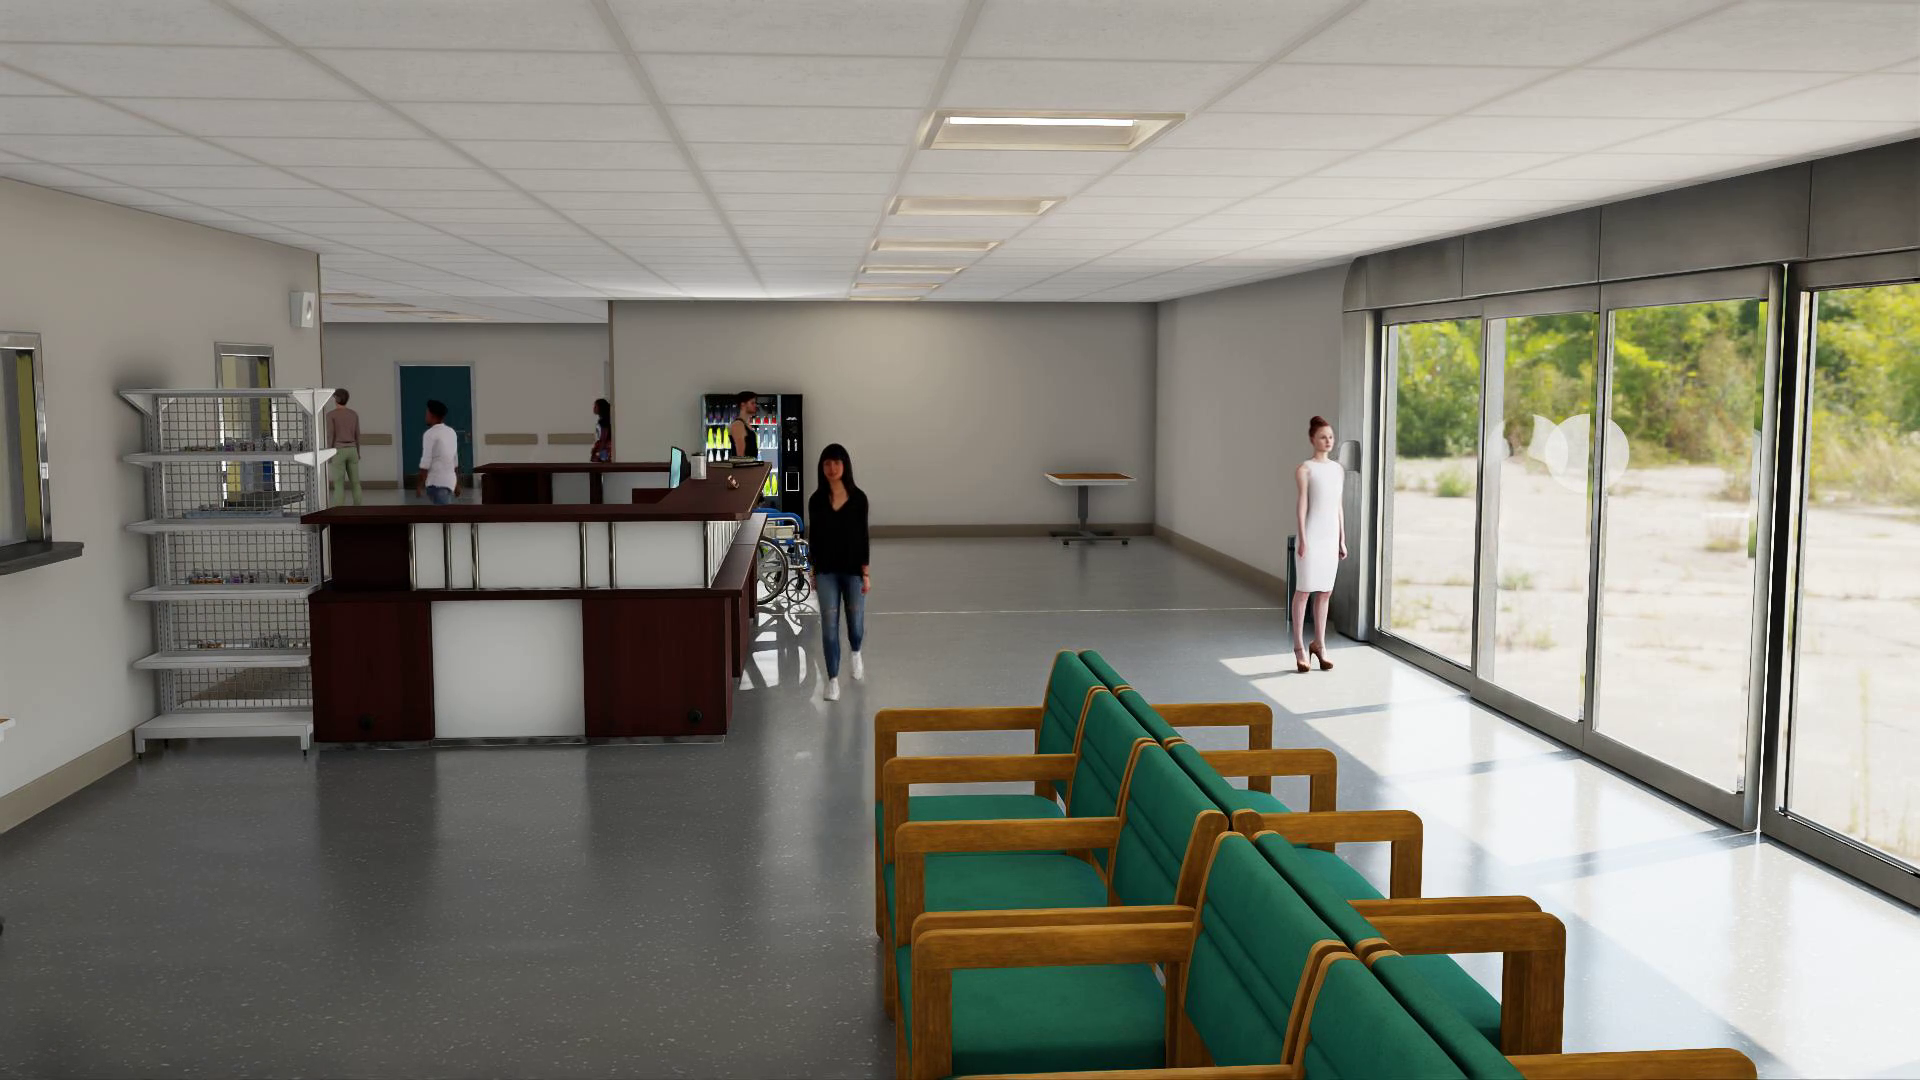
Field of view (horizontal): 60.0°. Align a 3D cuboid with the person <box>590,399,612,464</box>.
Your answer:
[{"bbox_3d":[-5.011,-1.146,23.939,1.236,1.671,0.911,-3,7,-28],"label":"person"}]

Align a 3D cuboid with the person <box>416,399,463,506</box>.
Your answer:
[{"bbox_3d":[-5.560,-0.598,17.992,1.258,1.772,0.969,2,6,20],"label":"person"}]

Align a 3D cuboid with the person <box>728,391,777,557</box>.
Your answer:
[{"bbox_3d":[-2.505,-0.711,18.628,1.150,1.868,0.828,1,6,7],"label":"person"}]

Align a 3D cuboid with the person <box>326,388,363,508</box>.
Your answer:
[{"bbox_3d":[-8.650,-1.191,23.365,0.826,1.875,0.763,5,8,41],"label":"person"}]

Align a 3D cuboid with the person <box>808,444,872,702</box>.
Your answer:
[{"bbox_3d":[-0.760,0.197,10.783,0.863,1.632,0.673,0,6,1],"label":"person"}]

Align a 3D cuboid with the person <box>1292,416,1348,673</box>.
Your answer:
[{"bbox_3d":[2.506,0.027,11.674,0.542,1.791,0.688,-3,6,-28],"label":"person"}]
